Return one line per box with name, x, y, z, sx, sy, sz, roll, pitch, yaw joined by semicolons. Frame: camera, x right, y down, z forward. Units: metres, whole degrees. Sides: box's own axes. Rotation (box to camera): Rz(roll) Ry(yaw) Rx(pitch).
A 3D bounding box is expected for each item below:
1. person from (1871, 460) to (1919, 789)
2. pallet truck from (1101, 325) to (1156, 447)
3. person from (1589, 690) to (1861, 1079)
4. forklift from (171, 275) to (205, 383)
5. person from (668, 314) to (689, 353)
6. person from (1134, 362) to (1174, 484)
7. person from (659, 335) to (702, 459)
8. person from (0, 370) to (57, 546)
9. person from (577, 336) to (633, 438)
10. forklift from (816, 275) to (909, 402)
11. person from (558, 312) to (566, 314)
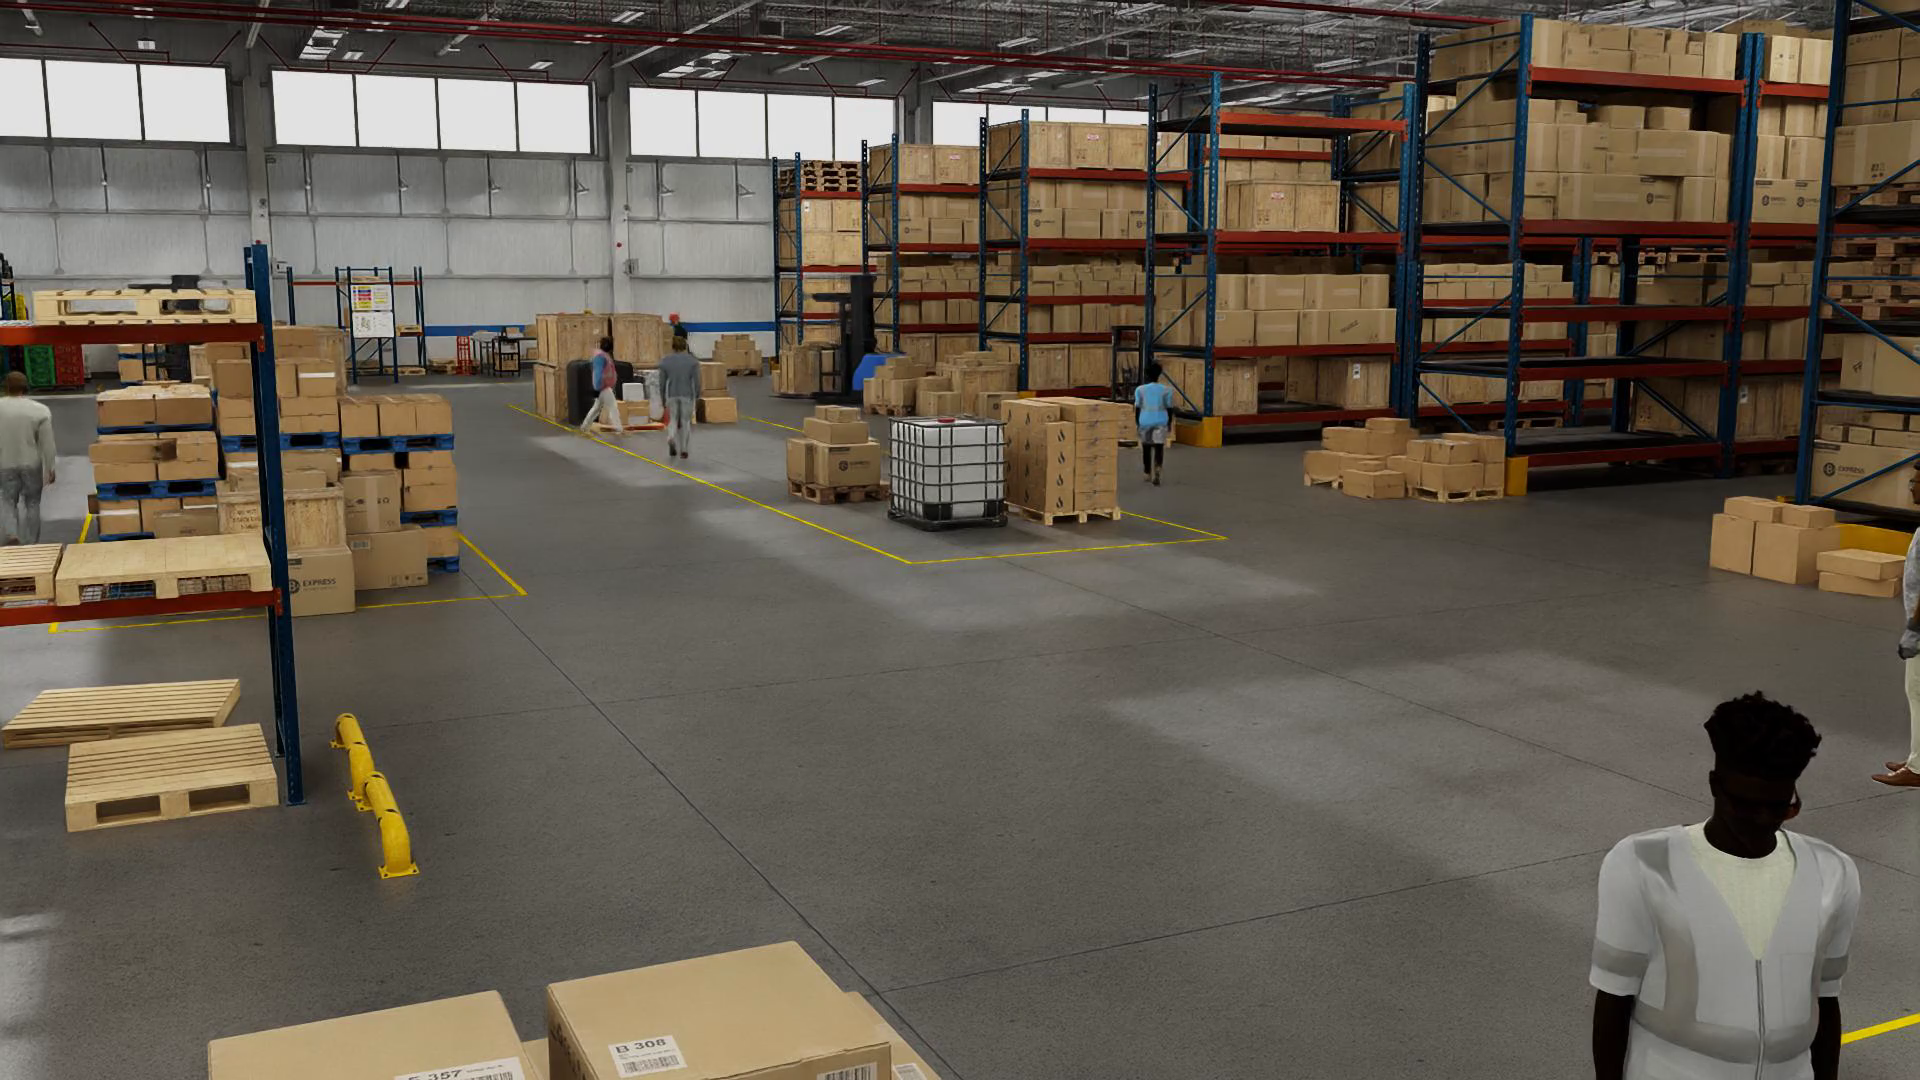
person;5.403;0.464;9.337;0.320;1.871;0.533;9;13;43
pallet truck;2.881;-2.596;27.923;0.823;1.965;1.885;-1;9;-7
person;1.753;1.304;3.844;0.604;1.959;0.379;0;9;-1
forklift;-16.939;-4.430;36.569;1.873;2.768;1.129;-8;12;-40
person;-6.483;-4.141;37.674;0.871;1.949;0.605;2;9;15
person;2.644;-1.590;22.700;0.536;1.669;0.762;1;9;5
person;-4.325;-2.222;25.832;0.634;1.923;0.437;0;9;1
person;-9.347;-0.730;16.566;0.648;1.922;0.449;-4;10;-22
person;-6.261;-2.672;29.053;0.952;1.798;0.629;0;9;-3
forklift;-2.116;-4.437;36.618;1.873;2.768;1.129;2;9;13
person;-9.623;-4.554;40.268;0.373;1.933;0.551;0;9;-1
